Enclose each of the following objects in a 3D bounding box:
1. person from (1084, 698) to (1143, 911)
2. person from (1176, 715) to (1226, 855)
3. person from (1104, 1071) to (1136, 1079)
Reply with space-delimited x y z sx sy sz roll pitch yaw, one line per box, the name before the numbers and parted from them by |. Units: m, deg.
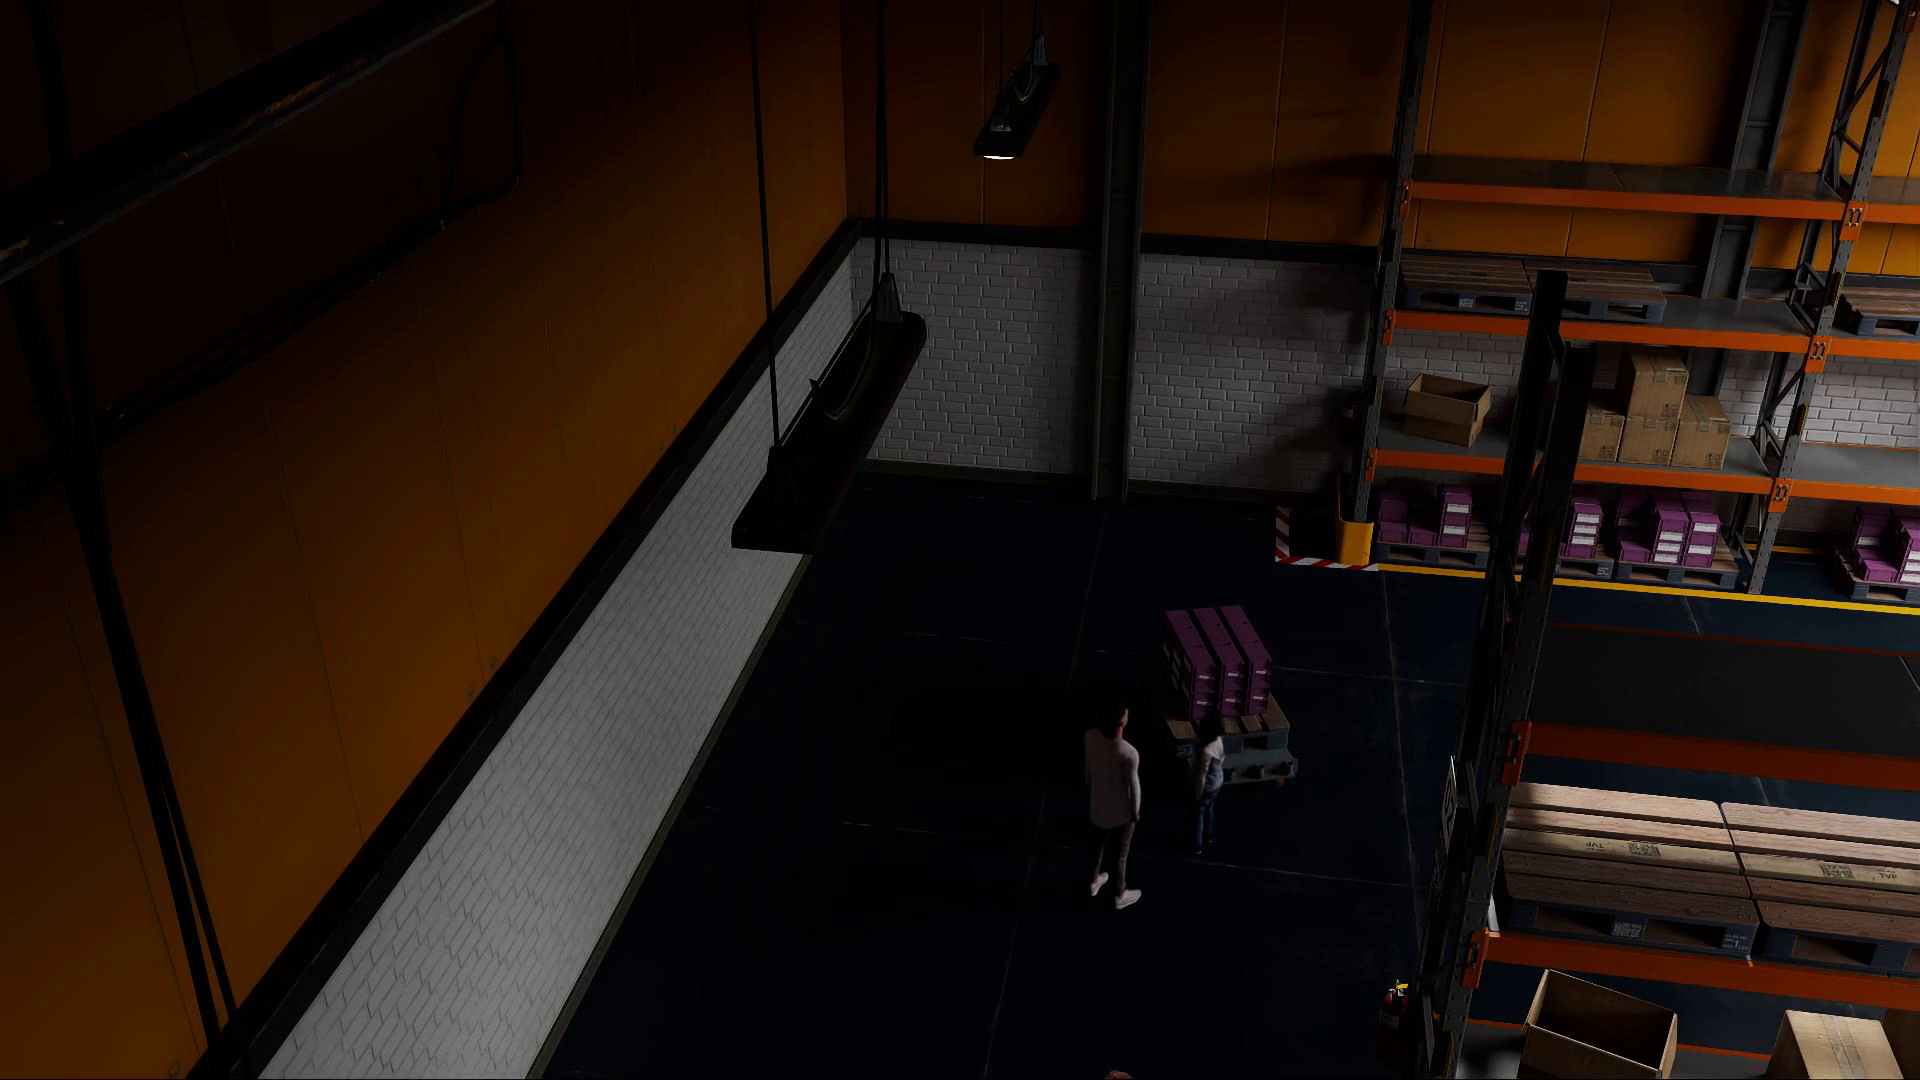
person | 1.144 1.957 12.497 0.699 1.841 0.813 24 37 37
person | 1.972 1.914 13.185 0.607 1.257 0.568 16 32 26
person | 0.927 3.684 9.370 0.646 1.803 0.681 16 33 27
